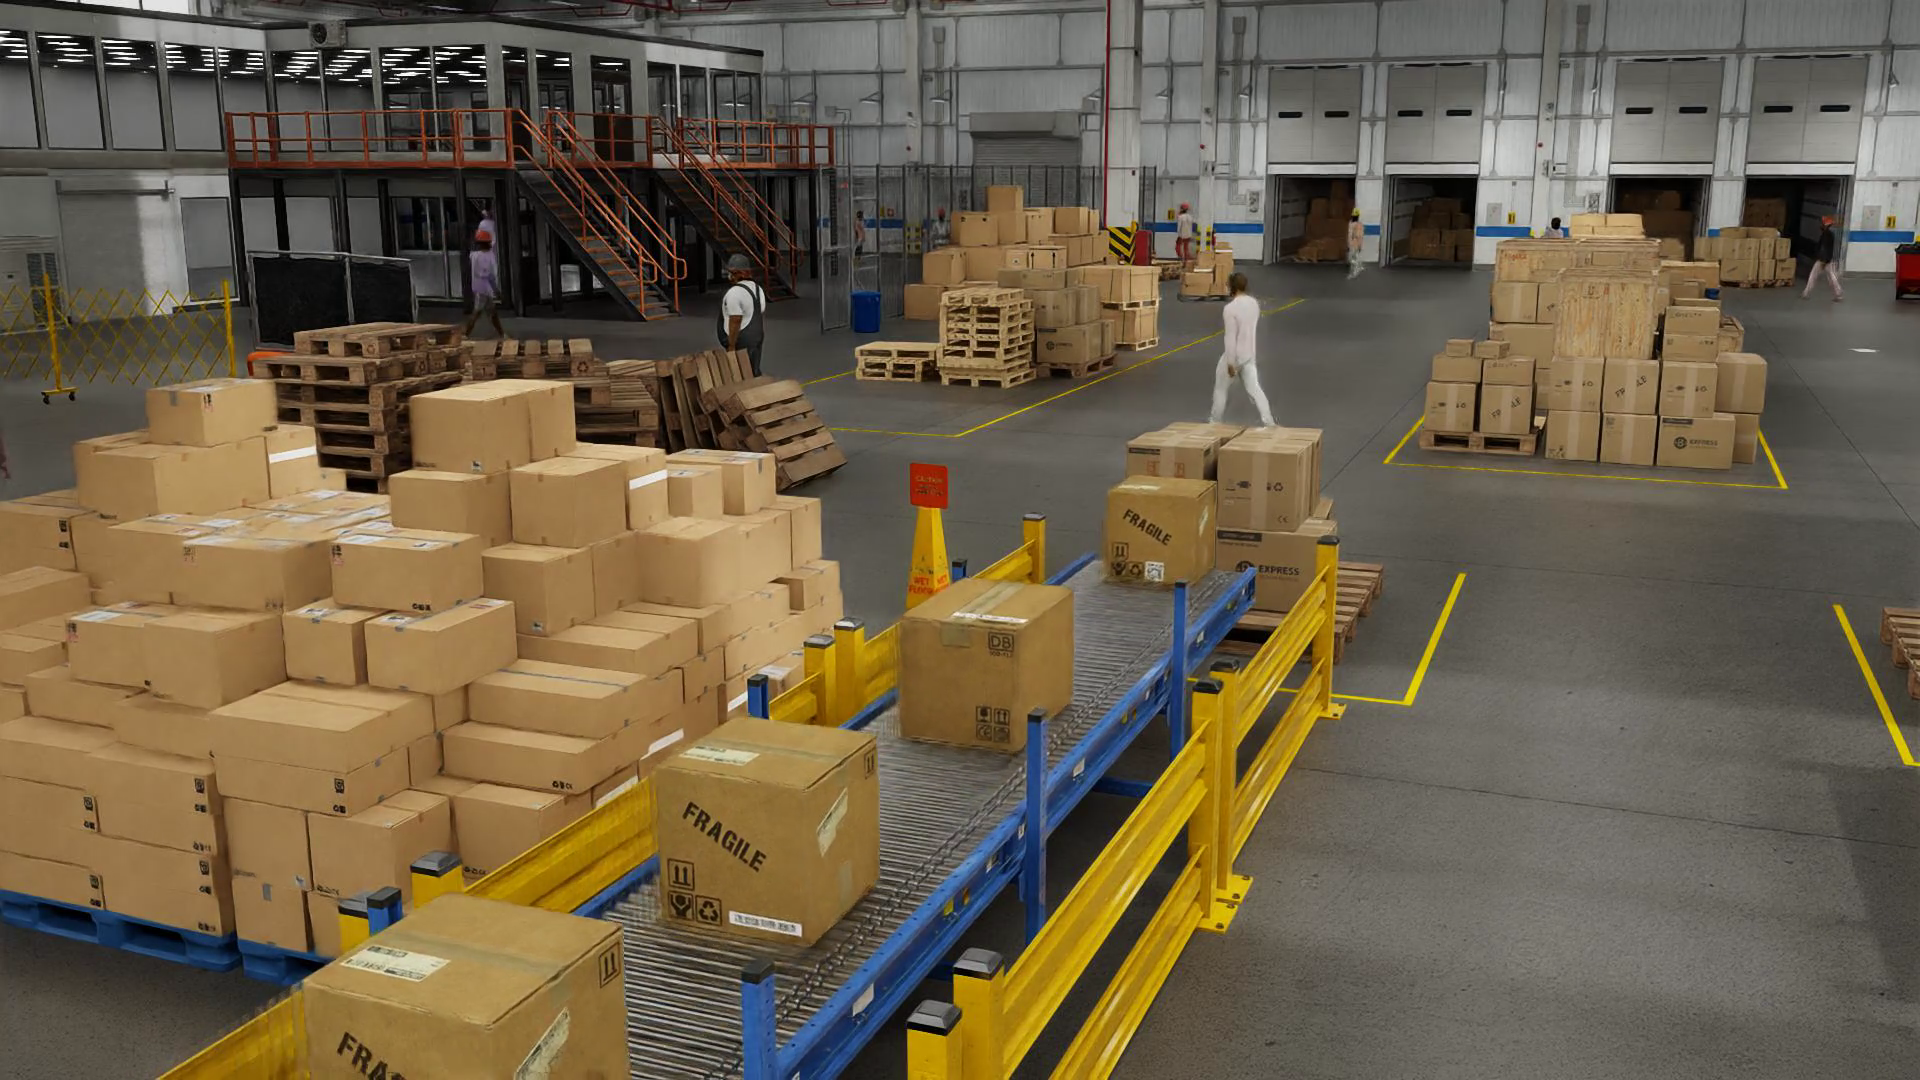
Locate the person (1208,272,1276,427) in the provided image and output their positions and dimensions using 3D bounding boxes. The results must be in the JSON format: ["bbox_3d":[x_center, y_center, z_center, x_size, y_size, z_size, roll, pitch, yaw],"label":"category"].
[{"bbox_3d":[3.168,-2.048,18.628,0.636,1.899,1.004,-11,17,-42],"label":"person"}]

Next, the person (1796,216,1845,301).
[{"bbox_3d":[19.977,-6.473,38.358,0.627,1.955,1.040,-10,16,-38],"label":"person"}]

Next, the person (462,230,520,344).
[{"bbox_3d":[-8.086,-4.254,28.301,1.061,1.991,0.609,-6,14,-26],"label":"person"}]

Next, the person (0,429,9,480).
[{"bbox_3d":[-7.304,-0.529,12.196,0.565,1.705,0.901,-8,15,-33],"label":"person"}]

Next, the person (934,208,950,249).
[{"bbox_3d":[-0.529,-8.584,47.877,0.548,1.917,0.636,-2,13,-9],"label":"person"}]

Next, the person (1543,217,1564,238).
[{"bbox_3d":[14.788,-7.113,41.442,0.634,1.841,0.429,-7,14,-28],"label":"person"}]

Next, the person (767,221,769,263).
[{"bbox_3d":[-5.771,-8.779,48.997,0.640,1.800,0.910,-4,13,-17],"label":"person"}]

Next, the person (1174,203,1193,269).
[{"bbox_3d":[6.855,-9.322,51.038,0.657,1.973,0.552,-8,15,-33],"label":"person"}]

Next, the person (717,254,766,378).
[{"bbox_3d":[-2.602,-2.348,19.618,0.536,2.000,0.678,5,14,23],"label":"person"}]

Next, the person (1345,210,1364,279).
[{"bbox_3d":[10.941,-8.188,46.101,0.623,1.909,0.470,-11,17,-41],"label":"person"}]

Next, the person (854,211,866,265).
[{"bbox_3d":[-3.210,-9.685,53.306,0.321,1.696,0.537,5,14,22],"label":"person"}]
